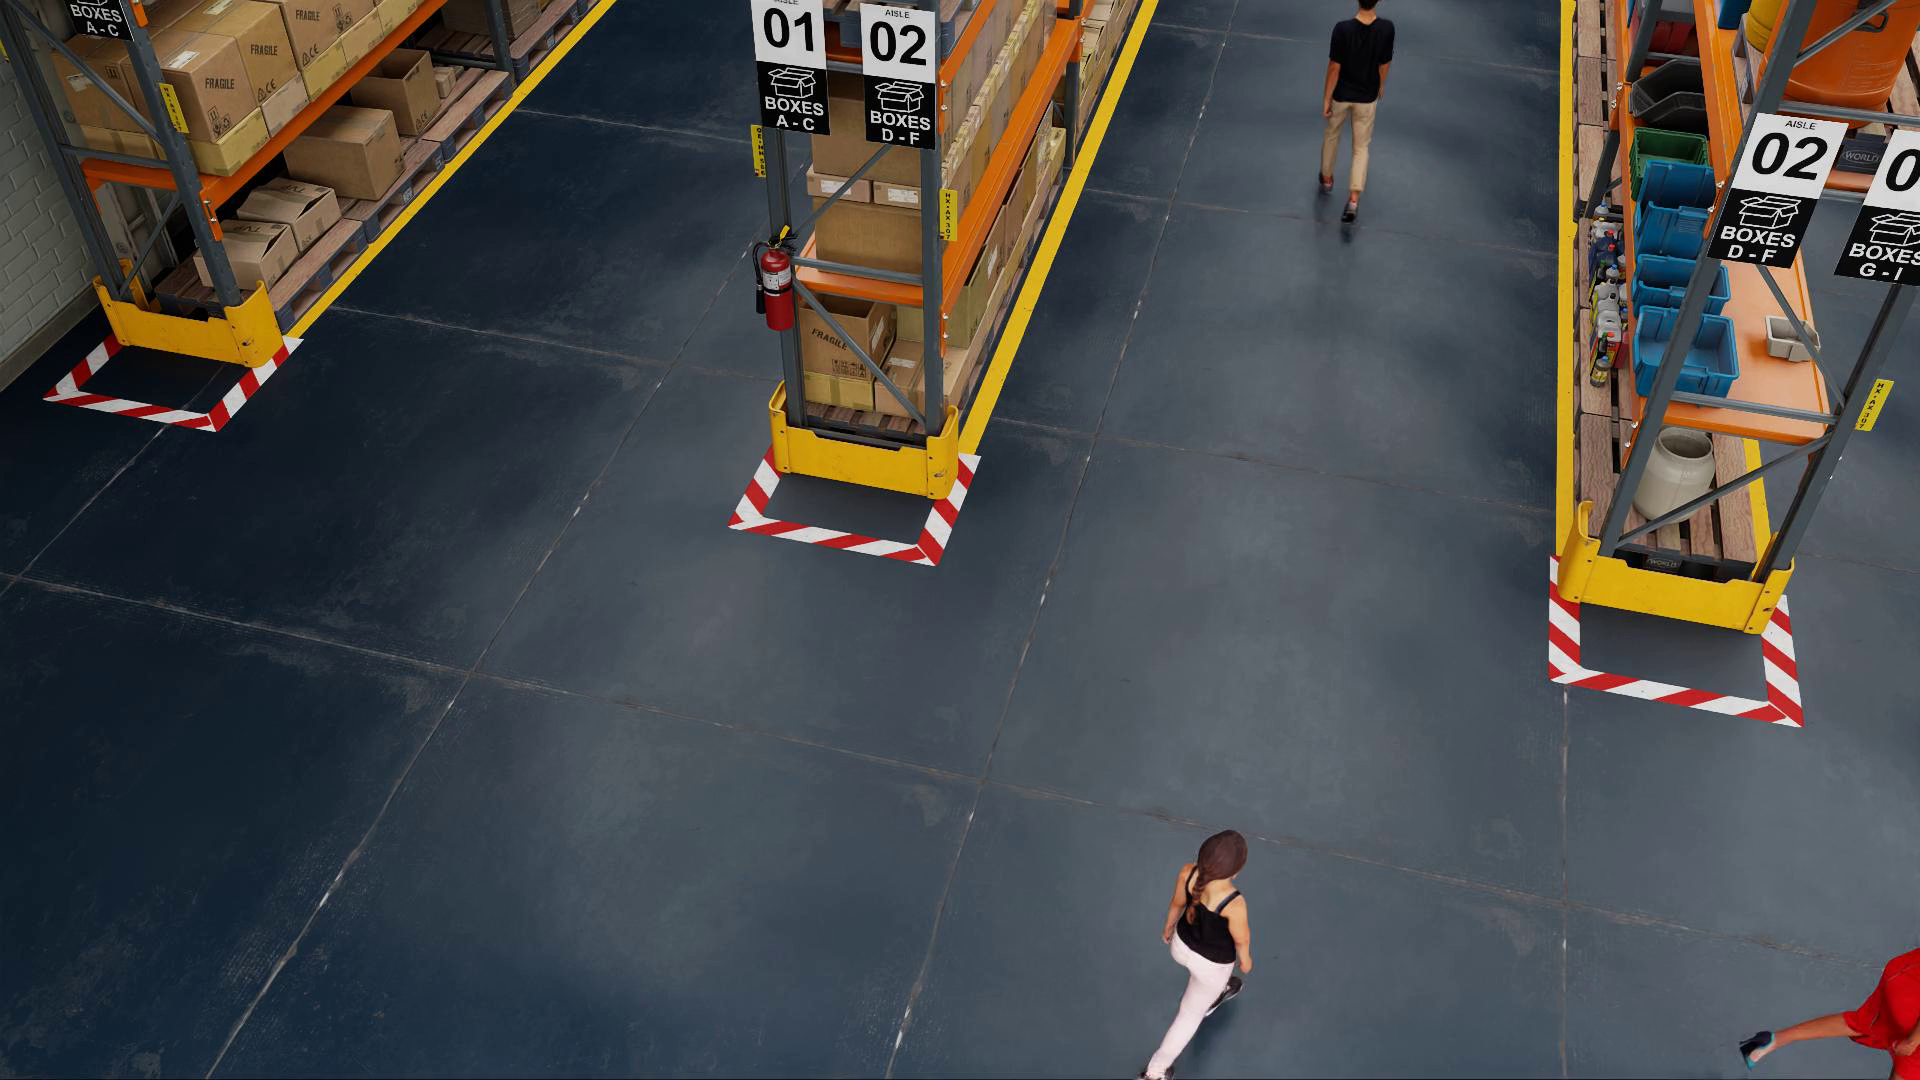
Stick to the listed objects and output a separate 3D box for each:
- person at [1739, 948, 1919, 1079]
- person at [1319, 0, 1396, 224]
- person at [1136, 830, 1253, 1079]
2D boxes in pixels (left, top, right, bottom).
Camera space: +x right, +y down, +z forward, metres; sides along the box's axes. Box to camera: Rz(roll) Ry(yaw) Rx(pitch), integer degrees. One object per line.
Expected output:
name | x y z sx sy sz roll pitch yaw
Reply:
person | 3.884 1.906 6.943 0.627 1.717 0.963 10 44 11
person | 2.946 -3.243 12.374 0.736 1.831 1.151 4 43 5
person | 1.003 1.827 7.164 1.087 1.530 0.915 -31 51 -29
